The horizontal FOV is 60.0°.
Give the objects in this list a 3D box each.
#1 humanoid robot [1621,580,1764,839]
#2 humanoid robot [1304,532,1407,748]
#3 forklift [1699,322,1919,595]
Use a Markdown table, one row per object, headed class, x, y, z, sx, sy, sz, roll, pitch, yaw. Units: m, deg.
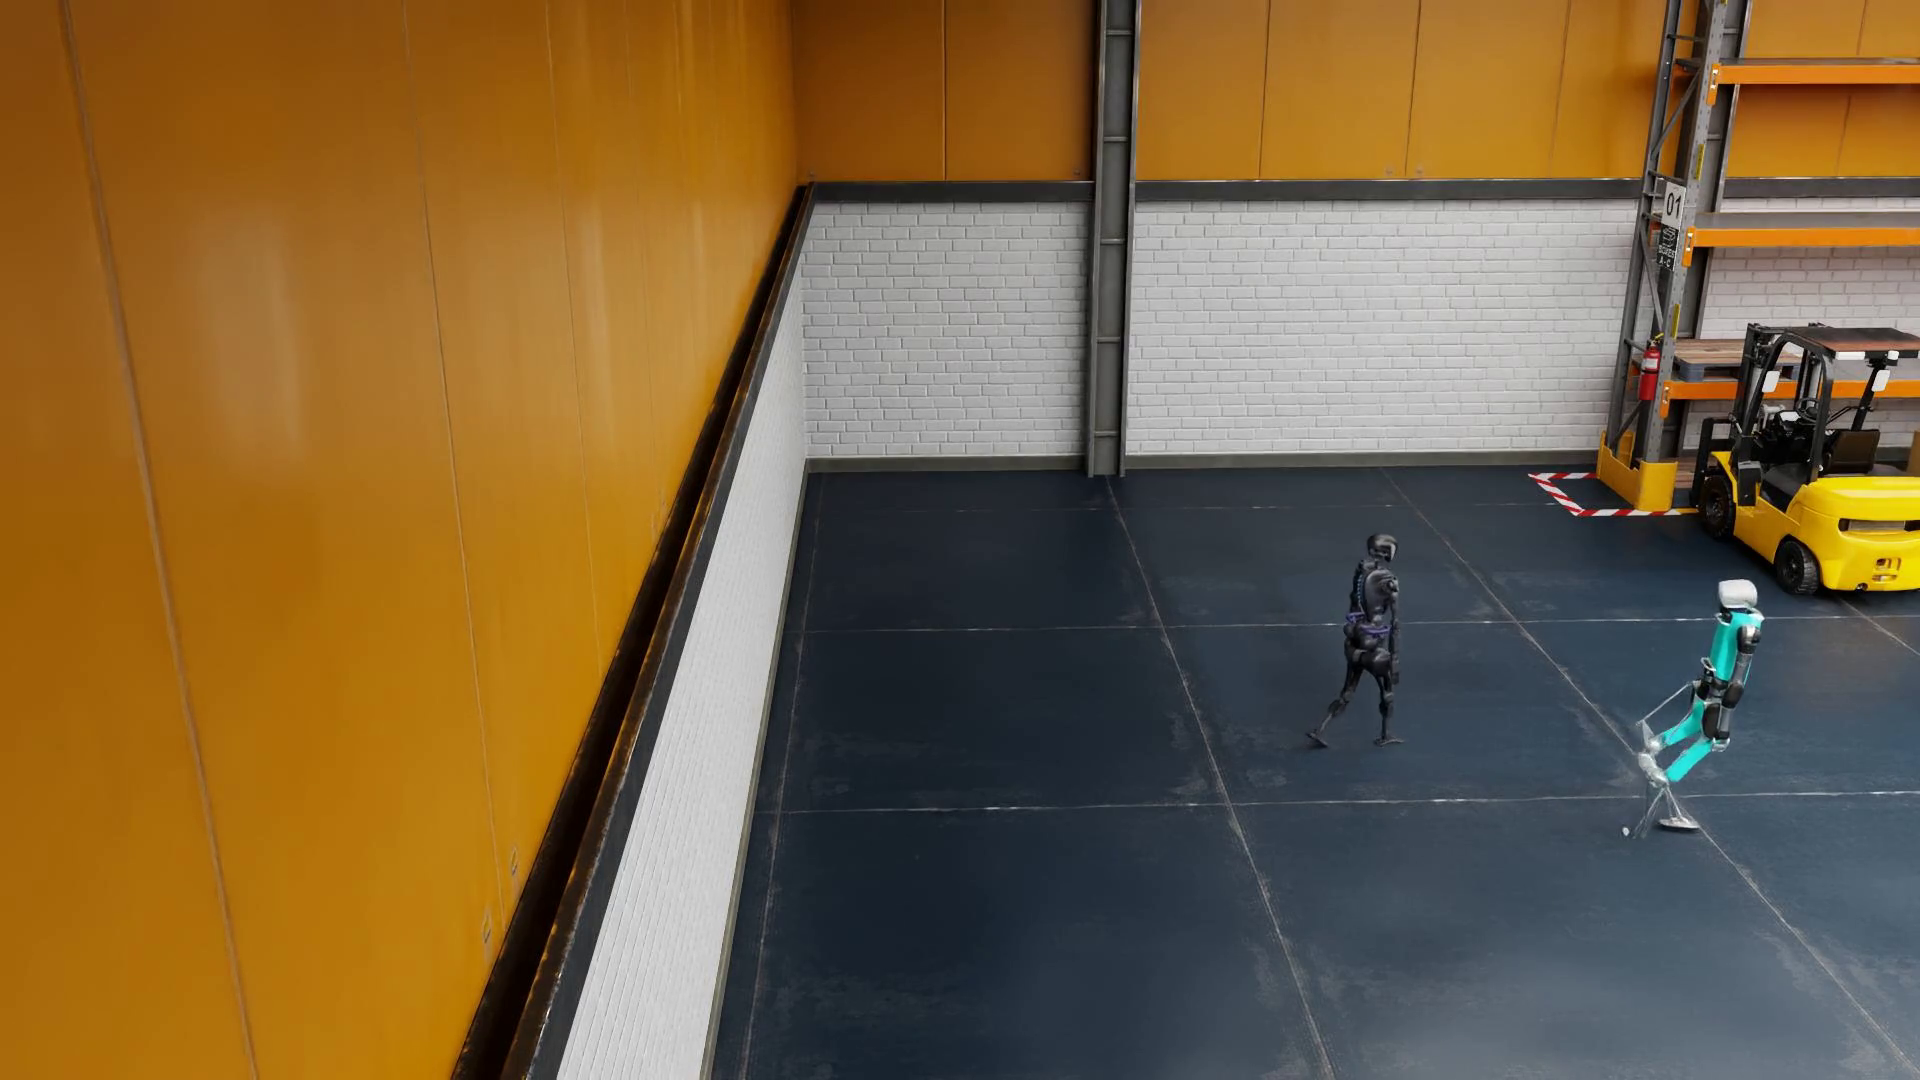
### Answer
| class | x | y | z | sx | sy | sz | roll | pitch | yaw |
| --- | --- | --- | --- | --- | --- | --- | --- | --- | --- |
| humanoid robot | 4.520 | 1.136 | 10.496 | 0.773 | 1.895 | 0.543 | 4 | 21 | 9 |
| humanoid robot | 2.836 | 0.724 | 11.647 | 0.764 | 1.652 | 0.608 | -7 | 21 | -18 |
| forklift | 7.809 | -0.792 | 14.926 | 1.214 | 2.155 | 2.313 | -1 | 20 | -2 |
